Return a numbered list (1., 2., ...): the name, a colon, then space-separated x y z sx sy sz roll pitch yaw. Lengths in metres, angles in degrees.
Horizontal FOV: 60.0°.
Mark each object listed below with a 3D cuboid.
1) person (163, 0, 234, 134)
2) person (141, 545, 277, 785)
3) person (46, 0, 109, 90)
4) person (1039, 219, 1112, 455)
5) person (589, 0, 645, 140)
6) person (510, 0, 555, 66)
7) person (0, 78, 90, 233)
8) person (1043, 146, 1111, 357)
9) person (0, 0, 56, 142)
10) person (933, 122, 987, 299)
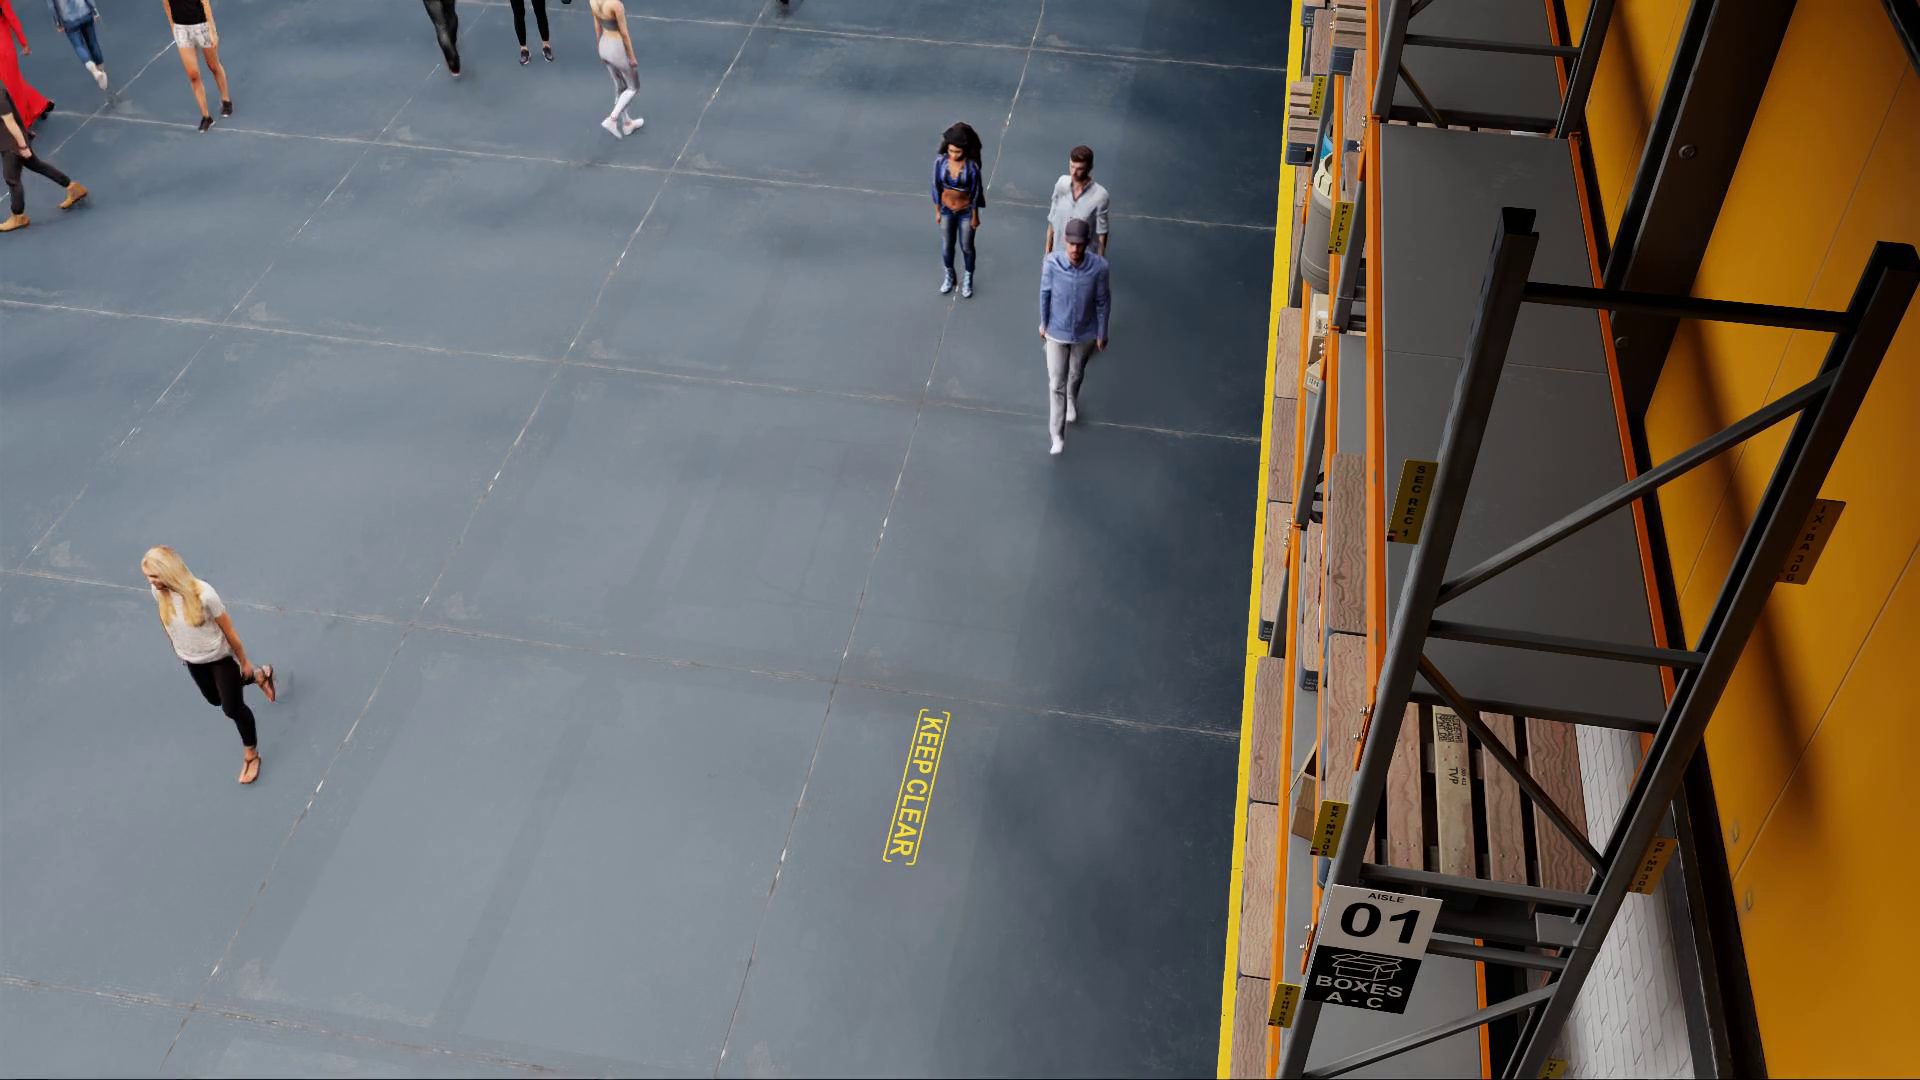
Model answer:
1. person: -7.304 -4.931 15.916 0.764 1.827 0.953 -4 44 -4
2. person: -4.491 0.638 10.087 0.647 1.805 0.976 4 44 4
3. person: -8.695 -5.129 16.389 0.855 1.463 0.905 -27 50 -26
4. person: 0.843 -1.612 12.418 0.779 1.847 1.116 1 44 1
5. person: -3.274 -4.524 15.584 0.775 1.697 0.907 26 49 25
6. person: -4.391 -5.640 16.762 0.676 1.698 0.691 -11 45 -11
7. person: -8.248 -3.564 14.585 1.117 1.684 1.080 -23 48 -22
8. person: 0.929 -2.287 13.125 0.739 1.849 0.710 23 48 22
9. person: -9.040 -4.534 15.575 0.688 1.735 1.067 11 45 11
10. person: -0.016 -2.720 13.743 0.634 1.624 0.602 13 45 13
